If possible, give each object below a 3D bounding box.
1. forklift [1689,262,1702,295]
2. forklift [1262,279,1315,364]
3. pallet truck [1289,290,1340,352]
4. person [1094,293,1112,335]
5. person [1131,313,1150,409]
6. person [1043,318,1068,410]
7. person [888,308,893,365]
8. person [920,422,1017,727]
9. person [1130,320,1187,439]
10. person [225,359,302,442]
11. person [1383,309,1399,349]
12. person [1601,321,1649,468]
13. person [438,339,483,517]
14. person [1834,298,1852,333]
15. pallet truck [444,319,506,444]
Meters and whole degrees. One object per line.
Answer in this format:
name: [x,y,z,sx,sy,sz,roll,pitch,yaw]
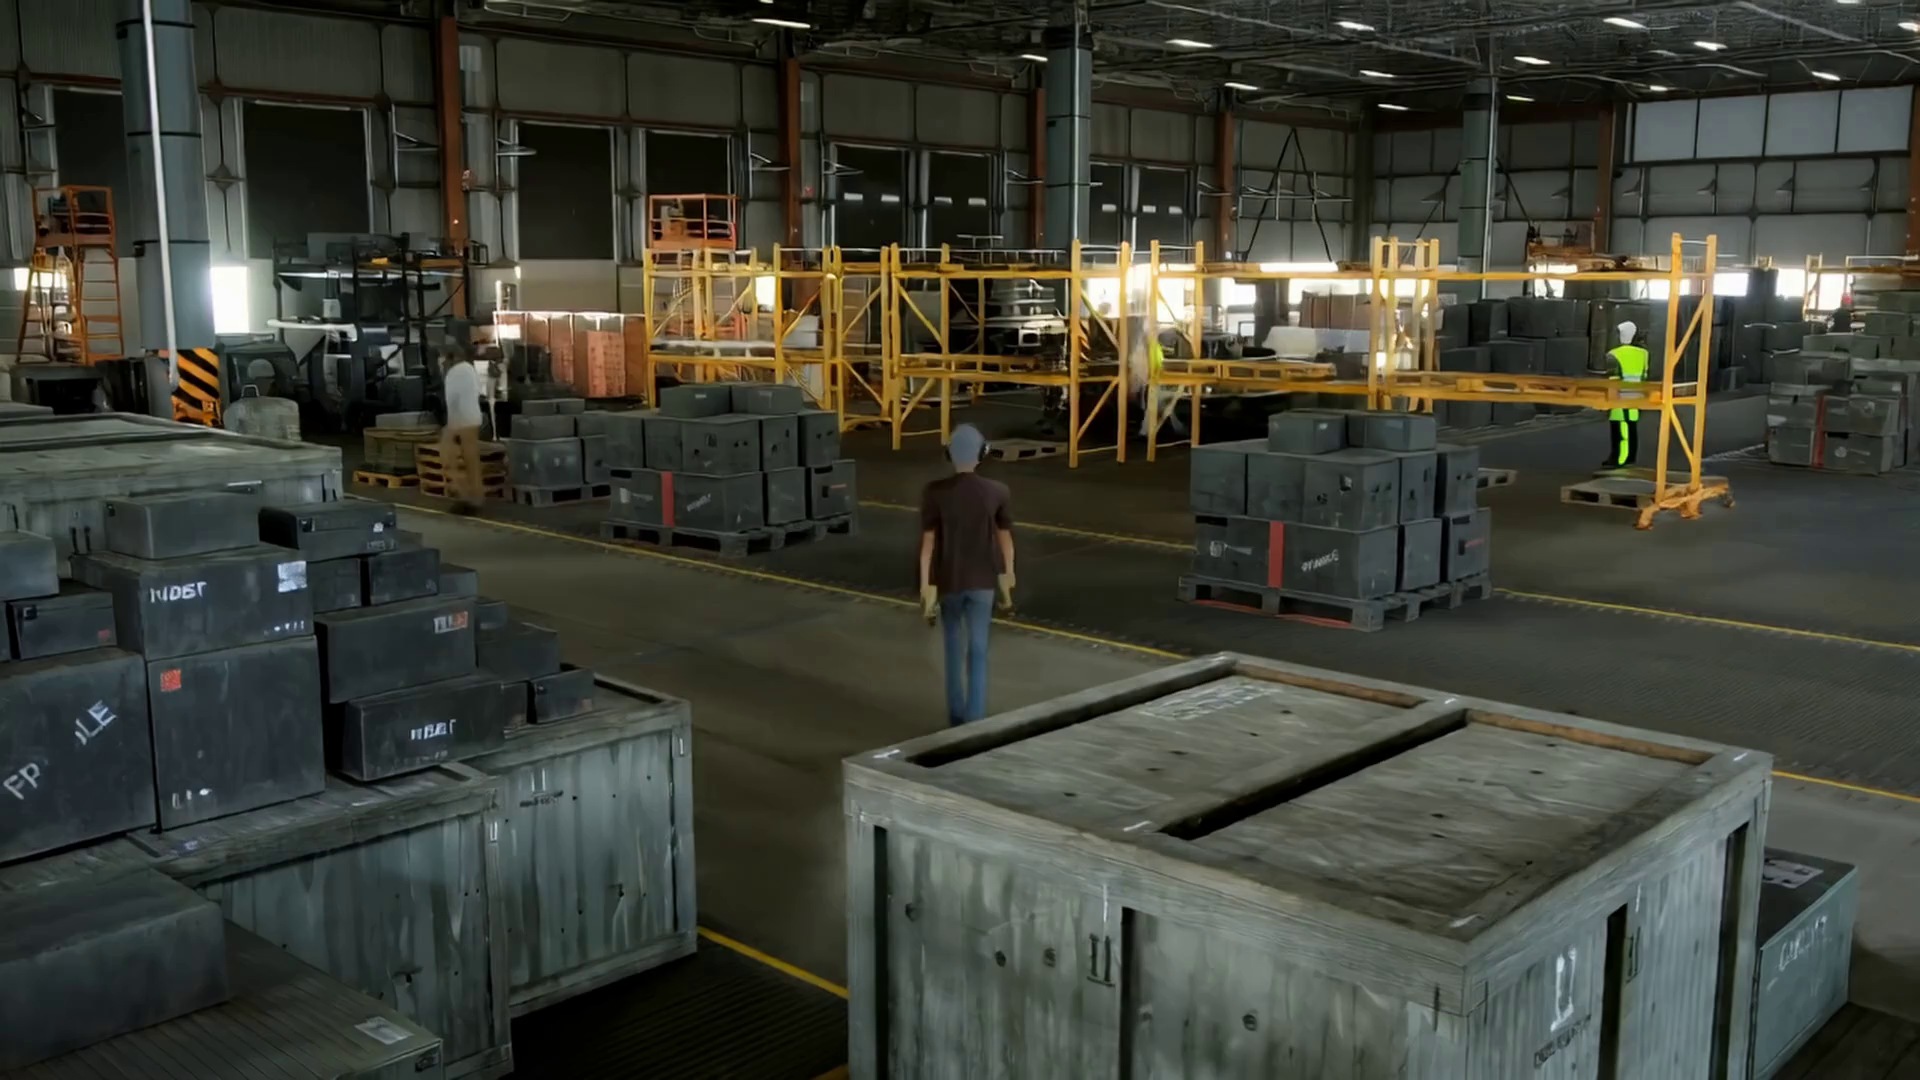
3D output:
forklift: [19.826,-6.107,44.990,1.873,2.768,1.129,4,10,24]
forklift: [8.557,-6.090,44.881,1.873,2.768,1.129,9,13,43]
pallet truck: [11.297,-6.951,52.861,1.885,1.965,0.823,-5,11,-29]
person: [4.418,-6.662,51.311,0.544,1.929,0.386,0,9,-2]
person: [3.502,-3.380,31.476,0.412,1.827,0.549,-7,12,-37]
person: [1.797,-3.320,31.410,0.485,1.738,0.322,2,9,12]
person: [-1.844,-5.290,43.802,0.314,1.634,0.515,3,10,16]
person: [0.047,0.261,9.199,0.517,1.818,0.988,1,9,5]
person: [3.132,-2.494,25.941,0.886,1.899,0.599,1,9,4]
person: [-5.759,-0.542,13.818,0.585,1.918,0.395,-2,10,-15]
person: [11.753,-5.689,45.479,0.355,1.883,0.572,-3,10,-15]
person: [8.856,-1.932,22.187,0.603,1.966,0.368,-2,9,-10]
person: [-5.362,-1.198,17.863,0.537,1.904,0.631,2,9,12]
person: [22.474,-5.215,42.452,0.565,1.924,0.644,2,9,12]
pallet truck: [-6.981,-1.942,22.150,1.885,1.965,0.823,1,9,9]
